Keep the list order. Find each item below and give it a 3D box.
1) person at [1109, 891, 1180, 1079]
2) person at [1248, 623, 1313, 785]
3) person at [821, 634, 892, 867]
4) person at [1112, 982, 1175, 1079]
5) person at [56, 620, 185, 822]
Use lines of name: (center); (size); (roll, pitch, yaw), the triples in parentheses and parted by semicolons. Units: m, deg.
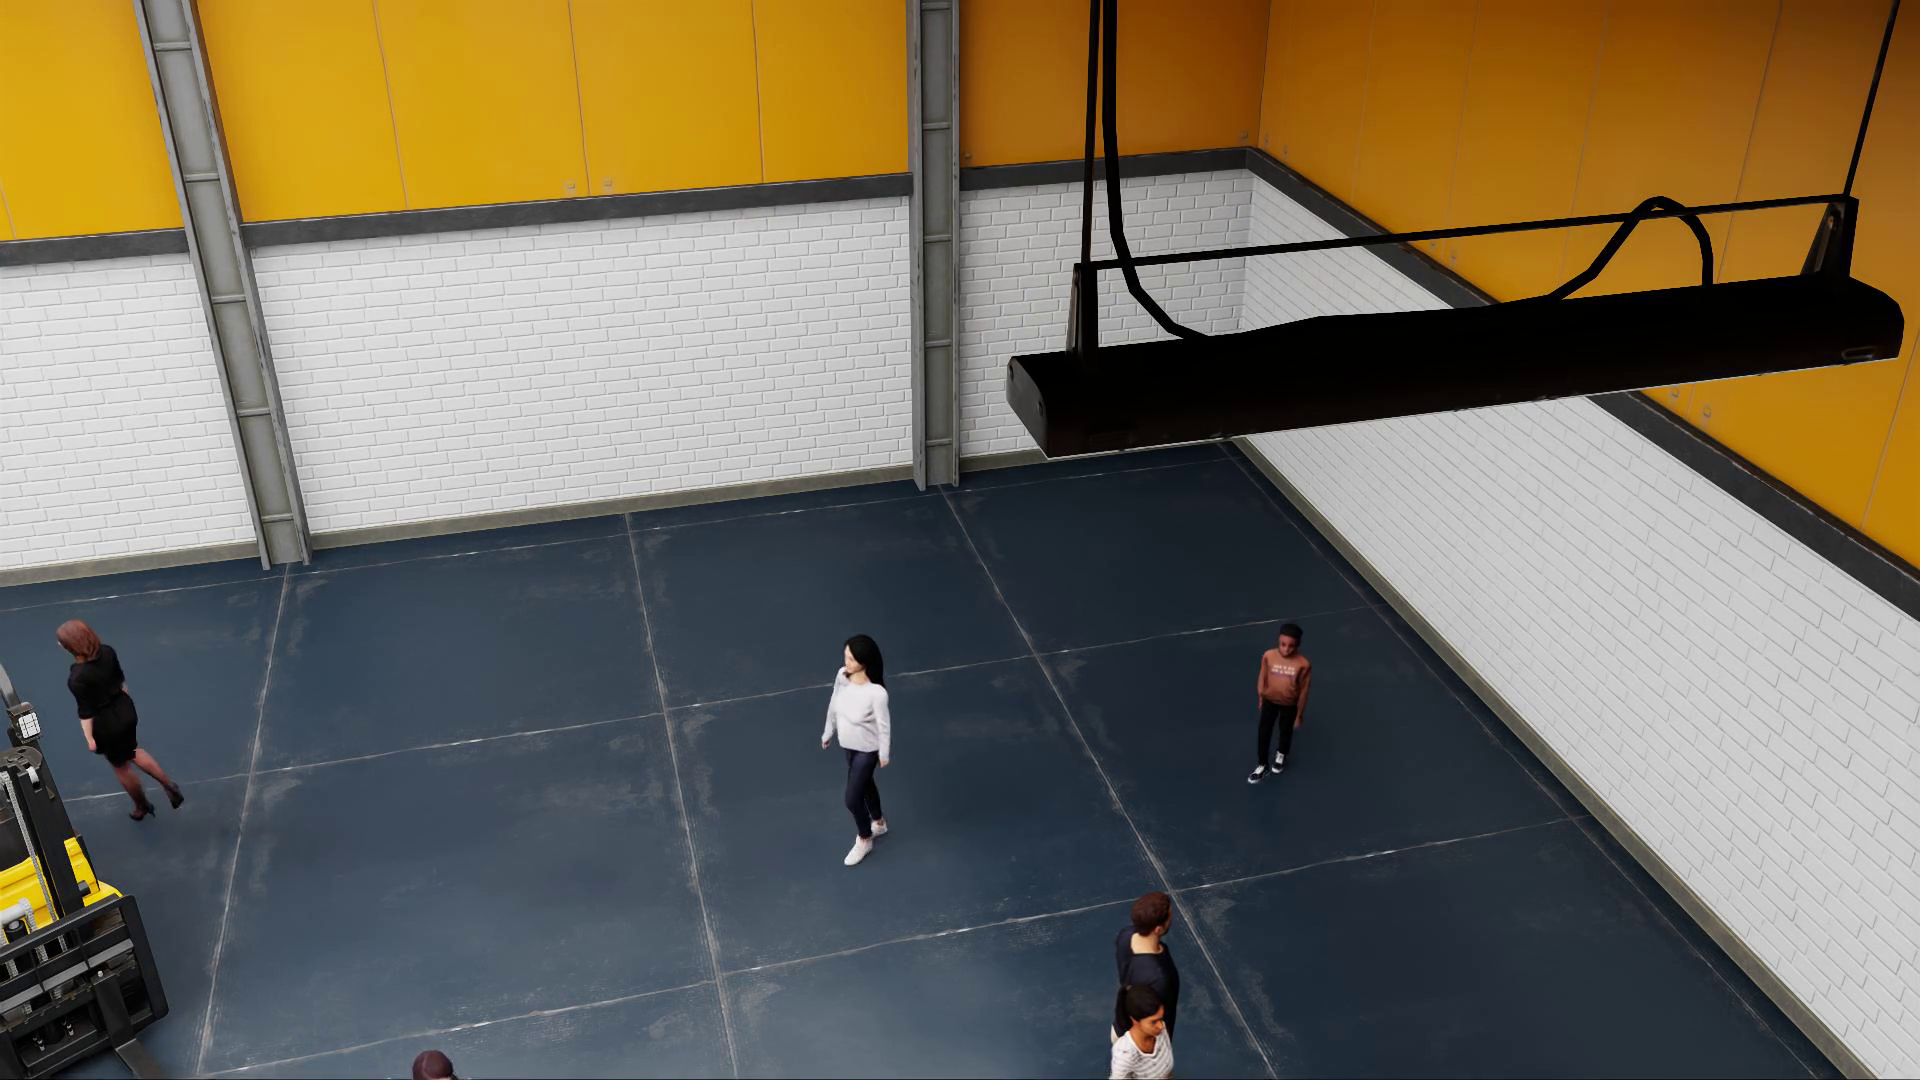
person: (0.926, 2.571, 8.589); (0.565, 1.851, 0.645); (-9, 30, -16)
person: (2.332, 1.112, 11.900); (0.736, 1.241, 0.786); (12, 31, 21)
person: (-0.579, 1.330, 11.040); (0.817, 1.682, 0.761); (-21, 35, -33)
person: (0.875, 2.854, 8.285); (0.716, 1.646, 0.633); (20, 35, 32)
person: (-5.609, 1.253, 11.177); (0.864, 1.686, 0.786); (6, 29, 11)
